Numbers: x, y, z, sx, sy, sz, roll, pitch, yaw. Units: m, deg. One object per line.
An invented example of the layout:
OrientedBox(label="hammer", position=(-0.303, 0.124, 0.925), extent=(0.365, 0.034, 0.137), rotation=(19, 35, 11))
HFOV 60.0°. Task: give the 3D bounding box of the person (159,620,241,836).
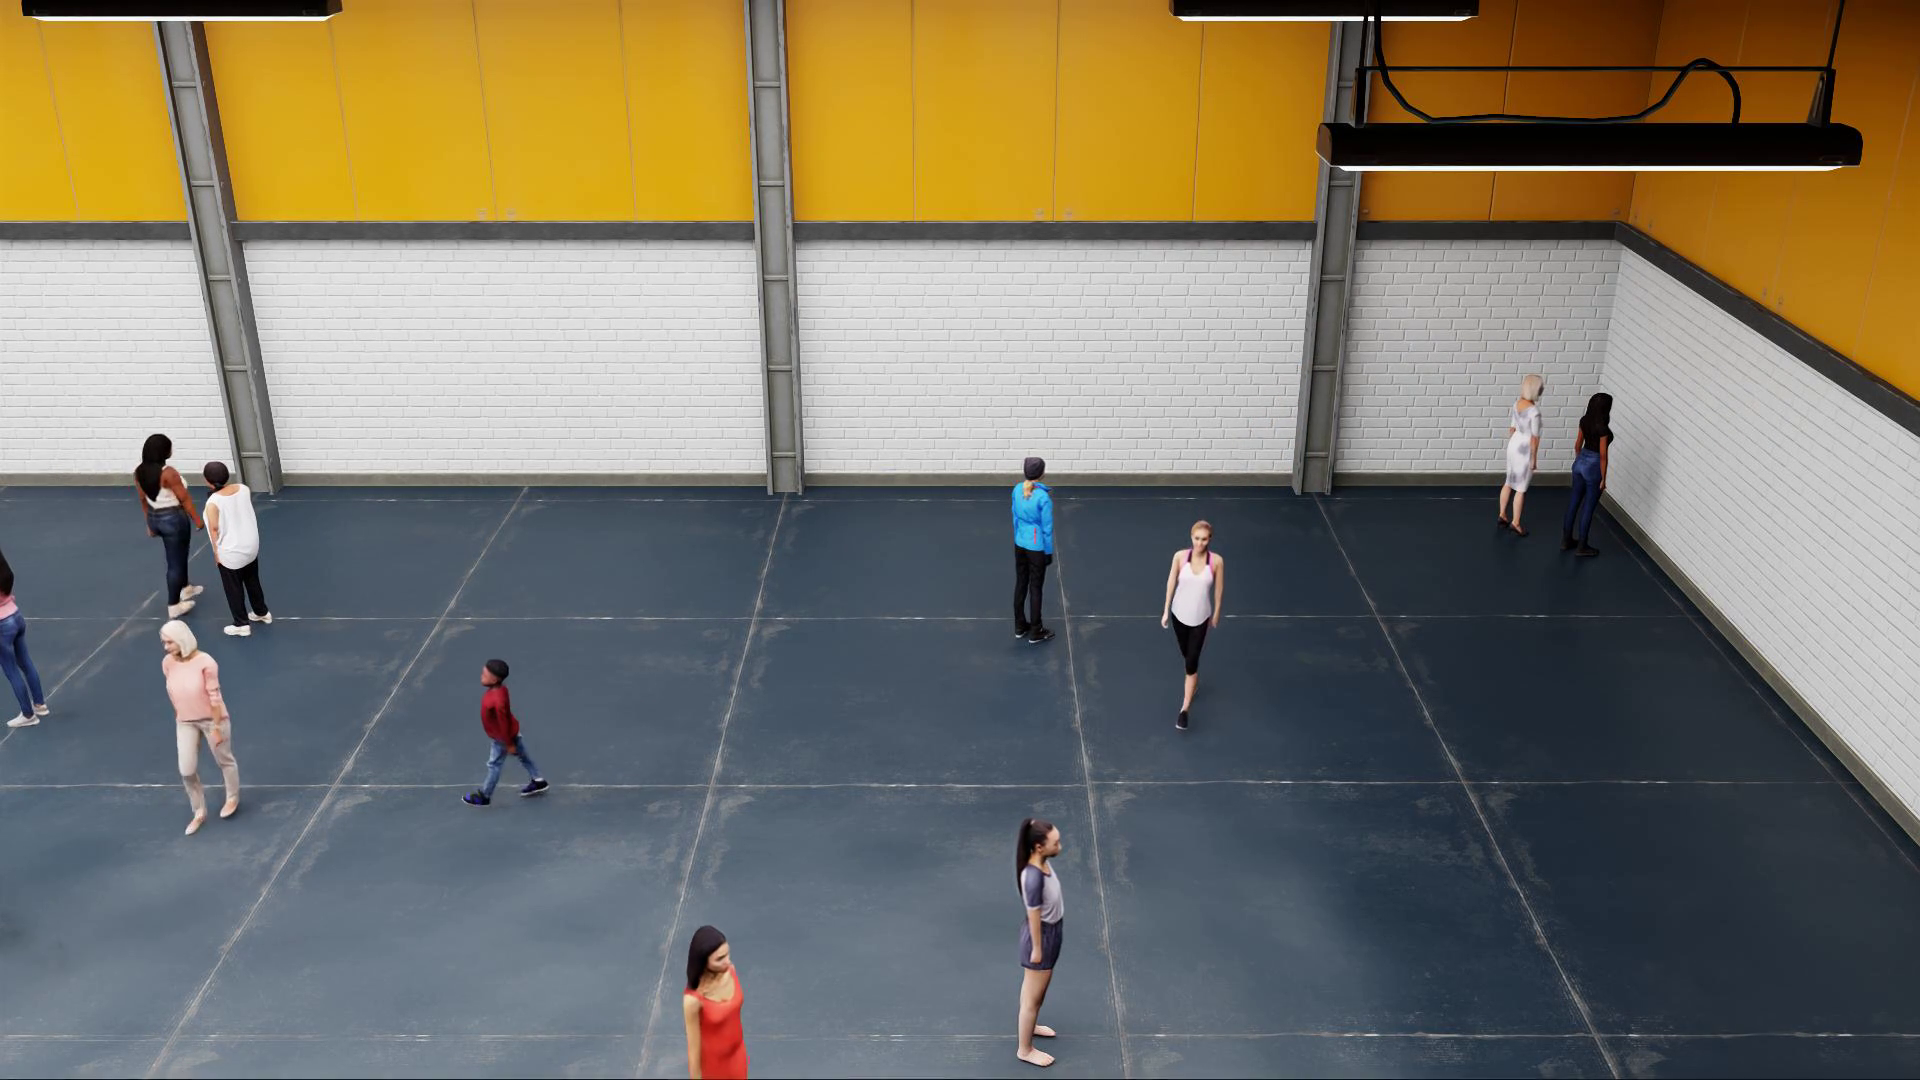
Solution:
OrientedBox(label="person", position=(-5.662, 1.317, 12.550), extent=(0.688, 1.704, 0.663), rotation=(0, 24, 1))

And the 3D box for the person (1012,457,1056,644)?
OrientedBox(label="person", position=(0.653, 0.080, 15.268), extent=(0.730, 1.795, 0.682), rotation=(-20, 31, -38))

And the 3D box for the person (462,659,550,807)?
OrientedBox(label="person", position=(-3.440, 1.469, 12.790), extent=(0.899, 1.234, 0.606), rotation=(-4, 24, -10))

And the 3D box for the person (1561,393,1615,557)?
OrientedBox(label="person", position=(6.459, -0.687, 17.093), extent=(0.646, 1.739, 0.643), rotation=(-10, 25, -21))

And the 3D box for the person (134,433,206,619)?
OrientedBox(label="person", position=(-7.540, -0.105, 15.699), extent=(0.835, 1.788, 0.867), rotation=(11, 26, 24))

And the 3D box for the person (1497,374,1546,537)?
OrientedBox(label="person", position=(5.942, -0.909, 17.589), extent=(0.609, 1.749, 0.624), rotation=(-8, 25, -18))

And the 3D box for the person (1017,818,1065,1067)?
OrientedBox(label="person", position=(0.465, 2.416, 10.106), extent=(0.531, 1.650, 0.610), rotation=(2, 24, 5))

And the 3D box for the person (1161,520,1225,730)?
OrientedBox(label="person", position=(1.966, 0.633, 14.060), extent=(1.160, 1.749, 0.955), rotation=(8, 25, 18))

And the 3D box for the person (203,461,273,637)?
OrientedBox(label="person", position=(-6.757, 0.056, 15.464), extent=(0.746, 1.683, 0.743), rotation=(9, 25, 21))

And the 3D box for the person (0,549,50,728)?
OrientedBox(label="person", position=(-7.947, 0.732, 13.841), extent=(0.486, 1.742, 0.585), rotation=(1, 24, 2))

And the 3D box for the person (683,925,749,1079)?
OrientedBox(label="person", position=(-1.388, 2.825, 9.096), extent=(0.901, 1.708, 0.764), rotation=(10, 26, 22))
